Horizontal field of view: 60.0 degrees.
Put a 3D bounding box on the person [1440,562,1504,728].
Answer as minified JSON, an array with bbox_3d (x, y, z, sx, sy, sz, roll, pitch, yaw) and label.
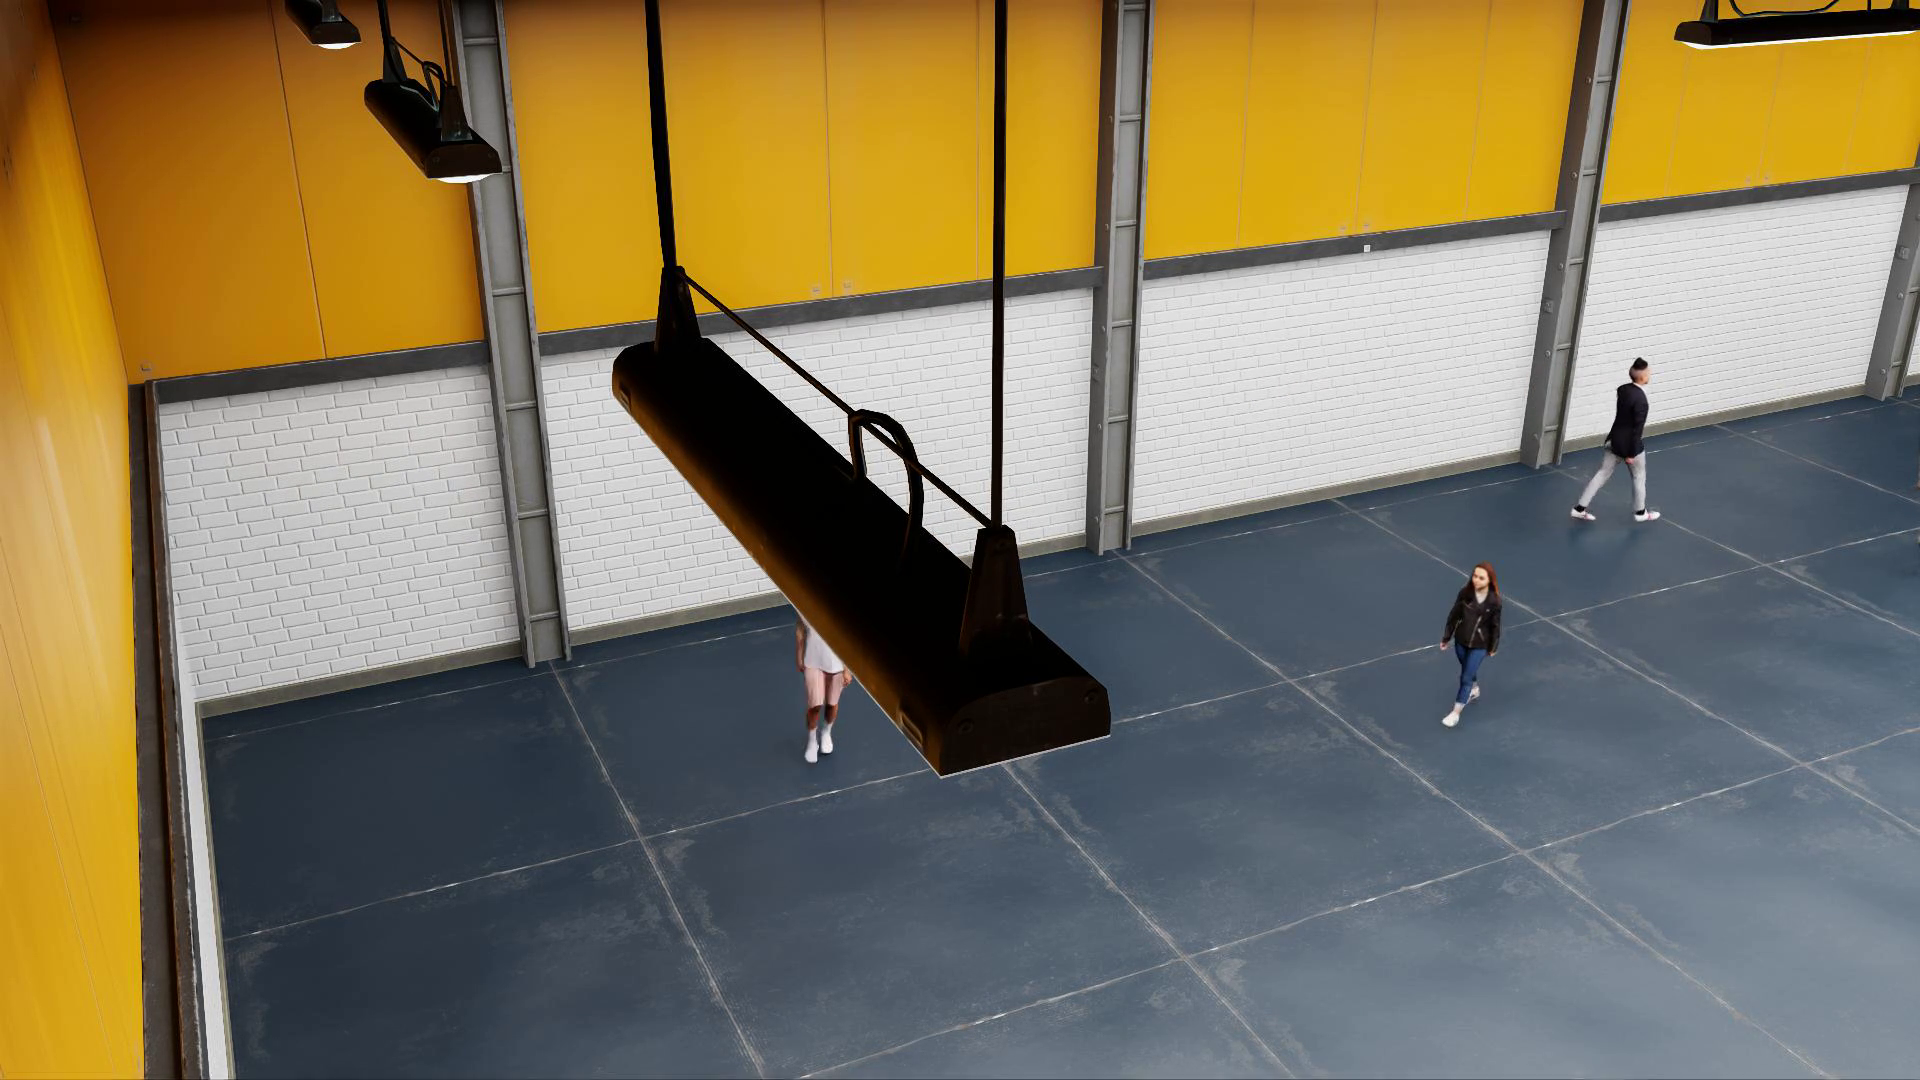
[{"bbox_3d":[4.416,0.845,14.257,0.811,1.445,1.065,21,31,39],"label":"person"}]

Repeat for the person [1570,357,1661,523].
[{"bbox_3d":[7.112,-1.050,18.017,1.295,1.905,0.871,-5,24,-11],"label":"person"}]

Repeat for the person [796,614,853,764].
[{"bbox_3d":[-1.109,0.969,13.596,0.767,1.746,0.846,3,24,6],"label":"person"}]
